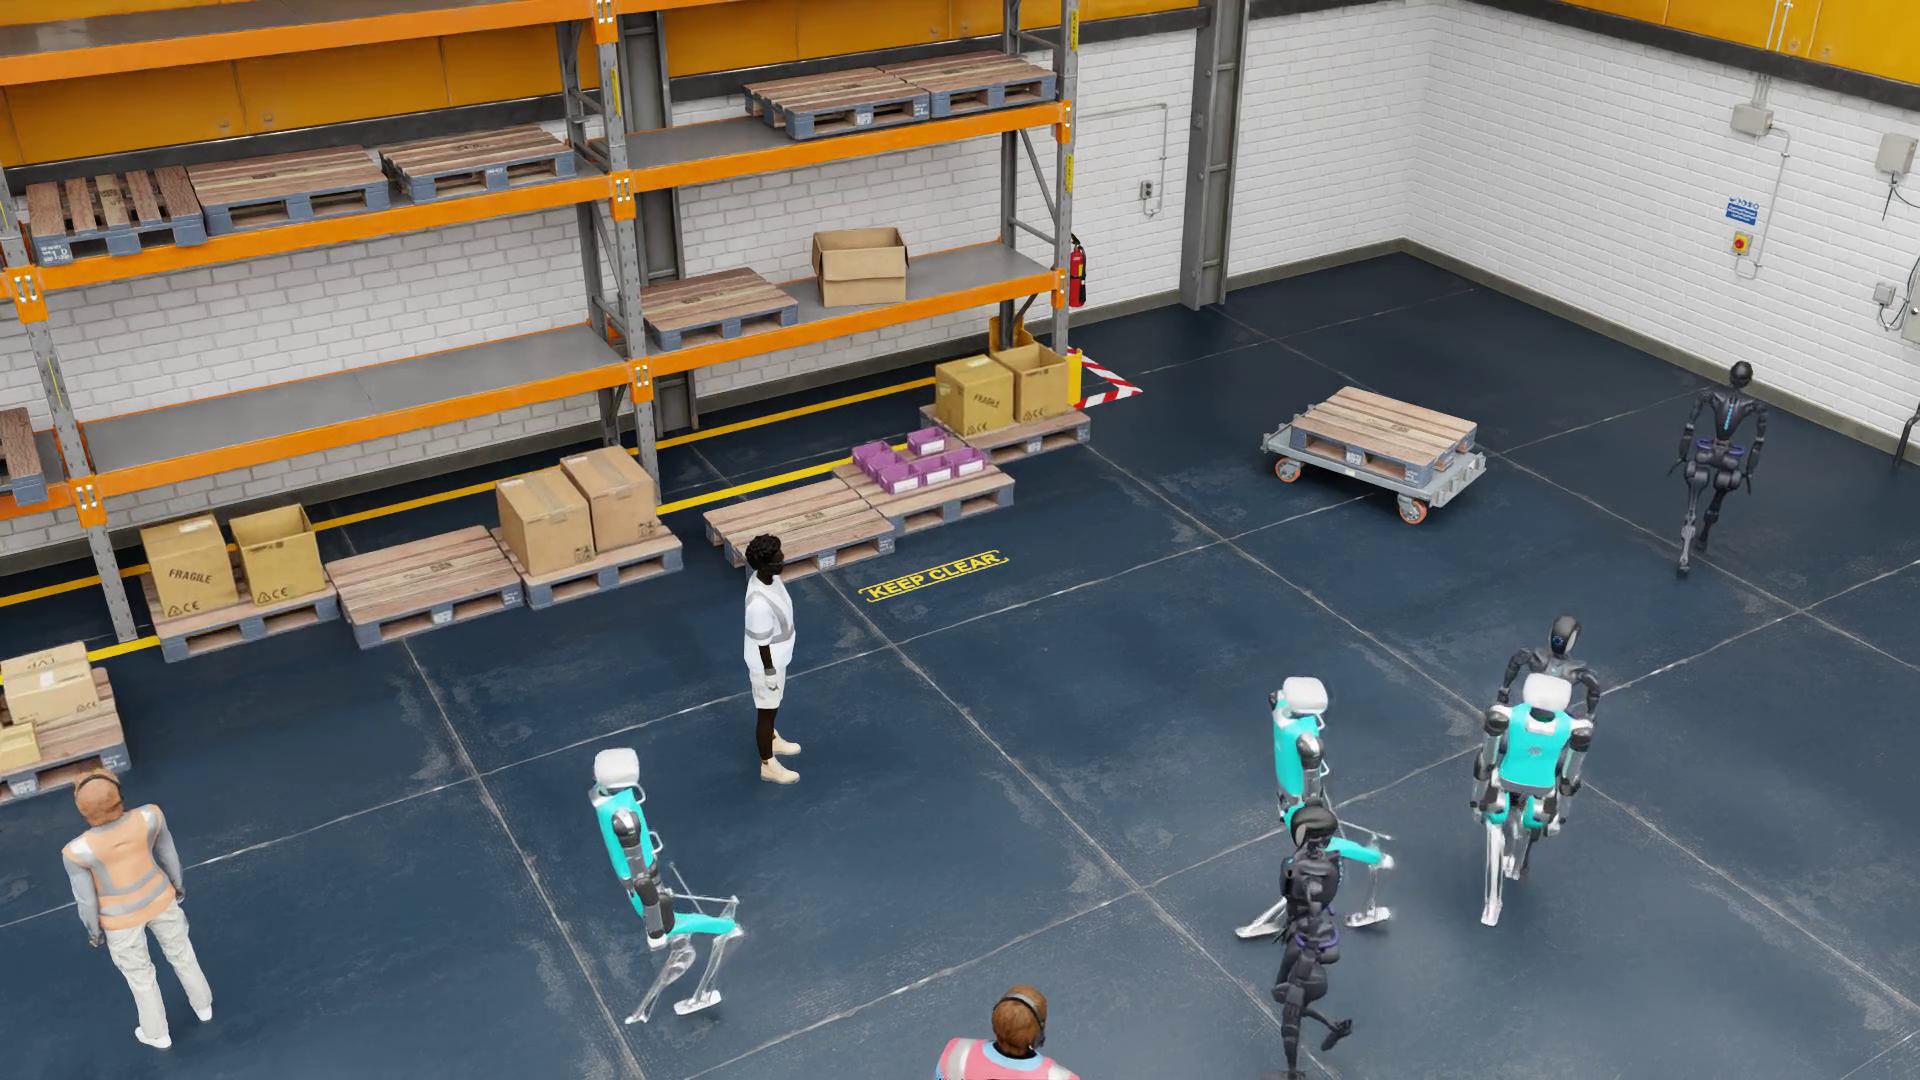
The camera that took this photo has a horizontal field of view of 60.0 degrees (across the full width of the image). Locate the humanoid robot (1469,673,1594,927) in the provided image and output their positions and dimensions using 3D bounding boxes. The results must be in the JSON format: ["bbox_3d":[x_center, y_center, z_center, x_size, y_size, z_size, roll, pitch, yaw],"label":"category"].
[{"bbox_3d":[3.094,1.368,9.149,0.545,1.827,0.932,11,31,18],"label":"humanoid robot"}]

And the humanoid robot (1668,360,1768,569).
[{"bbox_3d":[5.716,-0.556,12.595,0.608,1.644,0.769,13,32,21],"label":"humanoid robot"}]

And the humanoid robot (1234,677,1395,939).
[{"bbox_3d":[2.067,1.473,8.945,1.023,1.773,0.545,-5,30,-10],"label":"humanoid robot"}]

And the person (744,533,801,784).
[{"bbox_3d":[-1.165,0.715,10.255,0.318,1.696,0.536,-1,29,-1],"label":"person"}]

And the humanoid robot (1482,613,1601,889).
[{"bbox_3d":[3.338,1.137,9.582,0.585,1.632,0.759,16,33,26],"label":"humanoid robot"}]

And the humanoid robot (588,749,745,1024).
[{"bbox_3d":[-1.430,1.774,8.353,0.883,1.782,0.552,-12,32,-21],"label":"humanoid robot"}]

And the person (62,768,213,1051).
[{"bbox_3d":[-4.111,1.848,8.310,0.311,1.636,0.517,22,36,33],"label":"person"}]

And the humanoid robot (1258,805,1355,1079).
[{"bbox_3d":[1.718,1.984,8.028,0.459,1.652,0.587,2,30,4],"label":"humanoid robot"}]

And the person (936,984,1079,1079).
[{"bbox_3d":[0.219,2.563,6.854,0.628,1.836,0.432,11,31,18],"label":"person"}]
